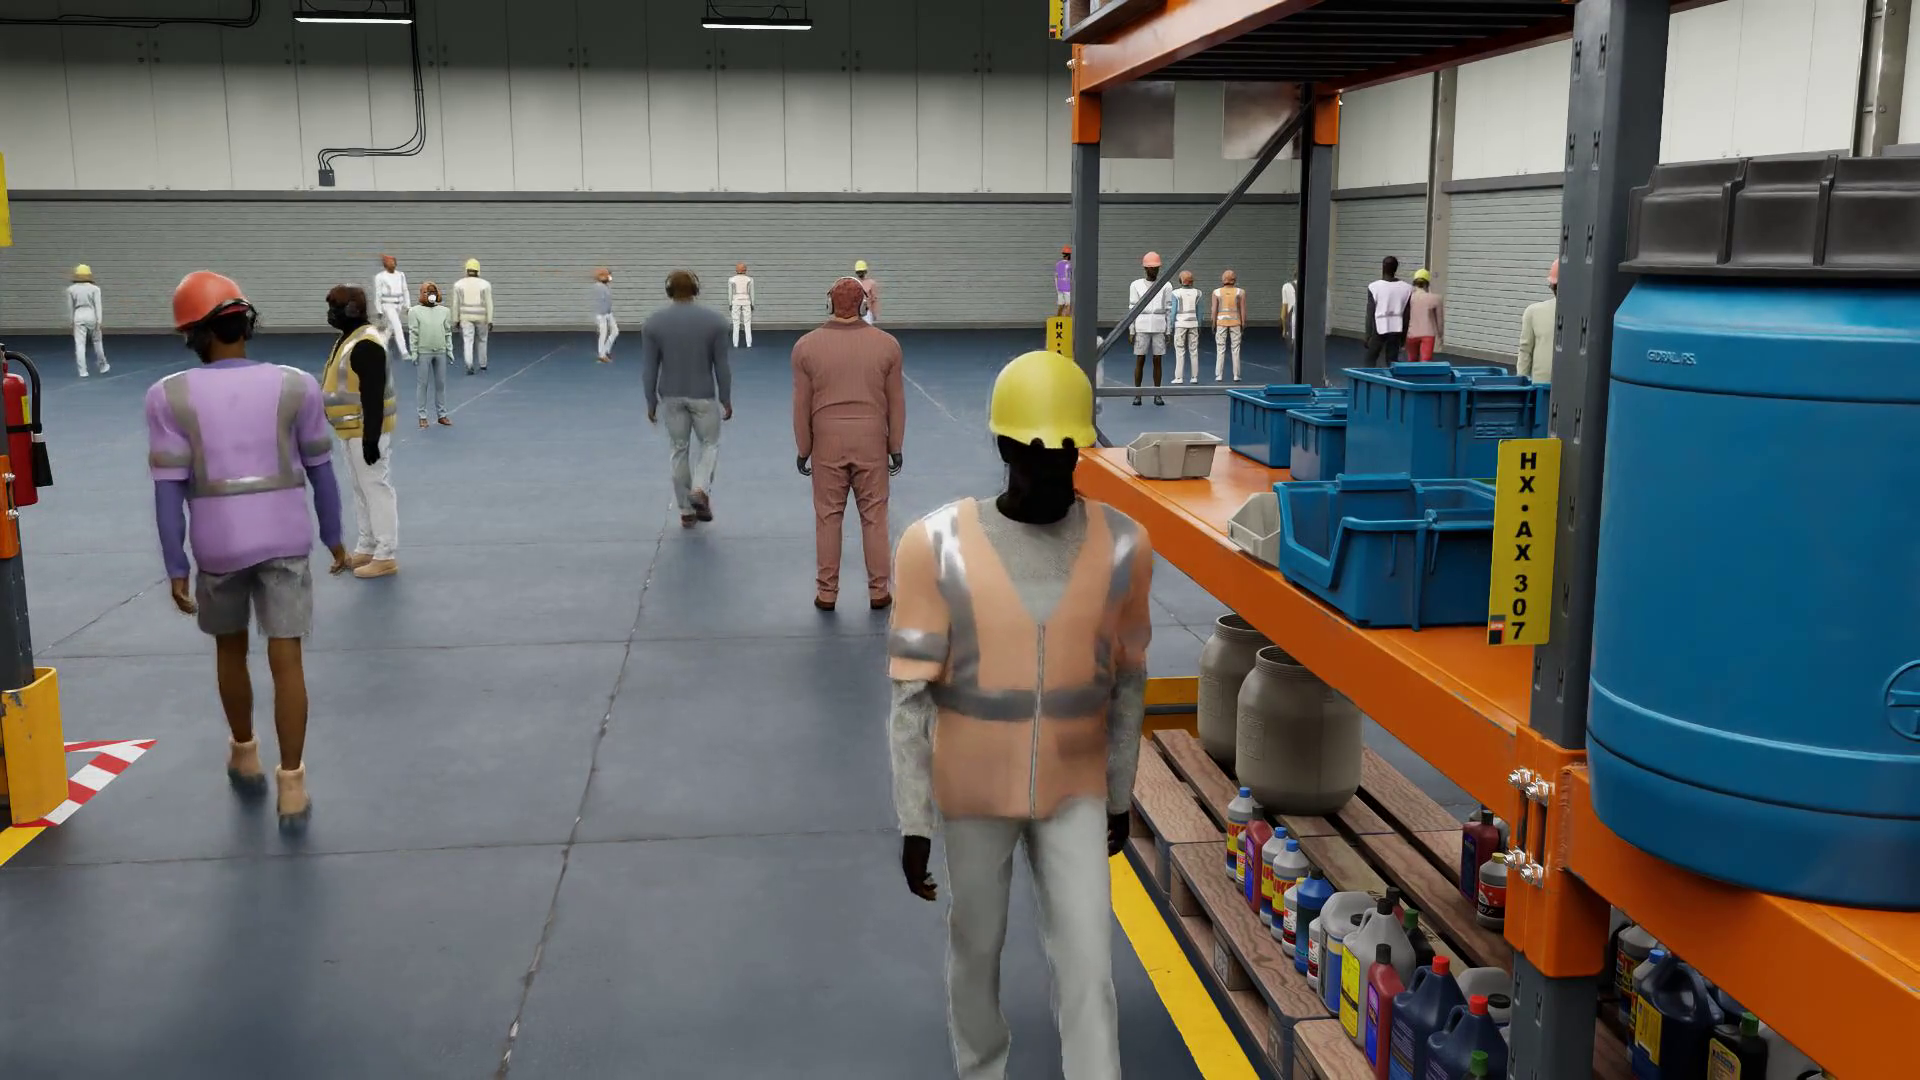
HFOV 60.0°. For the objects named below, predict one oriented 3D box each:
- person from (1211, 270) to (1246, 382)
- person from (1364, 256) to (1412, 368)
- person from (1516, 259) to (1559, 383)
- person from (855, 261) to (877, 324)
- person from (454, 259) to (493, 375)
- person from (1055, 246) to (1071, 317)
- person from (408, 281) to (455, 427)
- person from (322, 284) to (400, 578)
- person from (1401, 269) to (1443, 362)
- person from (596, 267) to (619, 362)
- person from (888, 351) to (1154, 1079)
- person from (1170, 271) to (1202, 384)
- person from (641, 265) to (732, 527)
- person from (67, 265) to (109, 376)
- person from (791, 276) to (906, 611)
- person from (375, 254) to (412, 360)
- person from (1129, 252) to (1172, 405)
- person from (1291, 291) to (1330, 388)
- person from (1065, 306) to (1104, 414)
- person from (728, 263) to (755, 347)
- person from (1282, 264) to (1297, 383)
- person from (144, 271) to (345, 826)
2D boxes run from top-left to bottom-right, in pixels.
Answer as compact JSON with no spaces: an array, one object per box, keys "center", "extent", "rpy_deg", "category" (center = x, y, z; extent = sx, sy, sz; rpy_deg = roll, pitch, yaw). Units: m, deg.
[{"center":[3.964,-3.152,24.554],"extent":[0.514,1.640,0.310],"rpy_deg":[2,11,11],"category":"person"},{"center":[5.275,-2.582,20.736],"extent":[0.621,1.888,0.711],"rpy_deg":[-2,11,-11],"category":"person"},{"center":[4.489,-1.125,12.492],"extent":[0.608,1.986,0.391],"rpy_deg":[4,11,19],"category":"person"},{"center":[-1.661,-3.761,27.662],"extent":[0.526,1.724,0.894],"rpy_deg":[1,10,8],"category":"person"},{"center":[-7.593,-3.485,25.953],"extent":[0.598,1.796,0.889],"rpy_deg":[-1,10,-8],"category":"person"},{"center":[2.358,-5.537,36.815],"extent":[0.374,1.934,0.549],"rpy_deg":[-9,13,-39],"category":"person"},{"center":[-5.950,-2.091,18.746],"extent":[0.499,1.634,0.279],"rpy_deg":[-9,14,-40],"category":"person"},{"center":[-3.785,-0.685,10.506],"extent":[0.431,1.834,0.645],"rpy_deg":[-6,12,-29],"category":"person"},{"center":[5.896,-2.606,21.308],"extent":[0.533,1.732,0.857],"rpy_deg":[4,11,20],"category":"person"},{"center":[-6.012,-3.820,28.274],"extent":[0.370,1.617,0.505],"rpy_deg":[2,10,9],"category":"person"},{"center":[0.158,0.556,3.543],"extent":[0.605,1.888,0.920],"rpy_deg":[-2,10,-9],"category":"person"},{"center":[3.275,-3.078,24.147],"extent":[0.518,1.639,0.312],"rpy_deg":[-3,11,-17],"category":"person"},{"center":[-1.994,-1.035,12.151],"extent":[0.654,1.928,0.458],"rpy_deg":[-1,10,-5],"category":"person"},{"center":[-13.509,-3.400,25.740],"extent":[0.506,1.687,0.890],"rpy_deg":[-2,10,-9],"category":"person"},{"center":[-0.631,-0.541,9.508],"extent":[0.641,1.908,0.407],"rpy_deg":[-1,10,-5],"category":"person"},{"center":[-9.969,-4.073,29.070],"extent":[0.990,1.844,0.578],"rpy_deg":[6,12,29],"category":"person"},{"center":[2.418,-2.670,21.093],"extent":[0.551,1.936,0.356],"rpy_deg":[0,10,-1],"category":"person"},{"center":[4.531,-2.674,21.456],"extent":[0.602,1.812,0.656],"rpy_deg":[-8,13,-38],"category":"person"},{"center":[0.965,-1.227,14.126],"extent":[0.511,1.593,0.839],"rpy_deg":[3,11,17],"category":"person"},{"center":[-4.227,-4.539,32.187],"extent":[0.509,1.629,0.316],"rpy_deg":[-2,11,-11],"category":"person"},{"center":[4.601,-2.875,22.539],"extent":[0.498,1.825,0.451],"rpy_deg":[2,10,10],"category":"person"},{"center":[-2.649,0.007,6.234],"extent":[0.655,1.992,0.943],"rpy_deg":[-5,11,-24],"category":"person"}]
